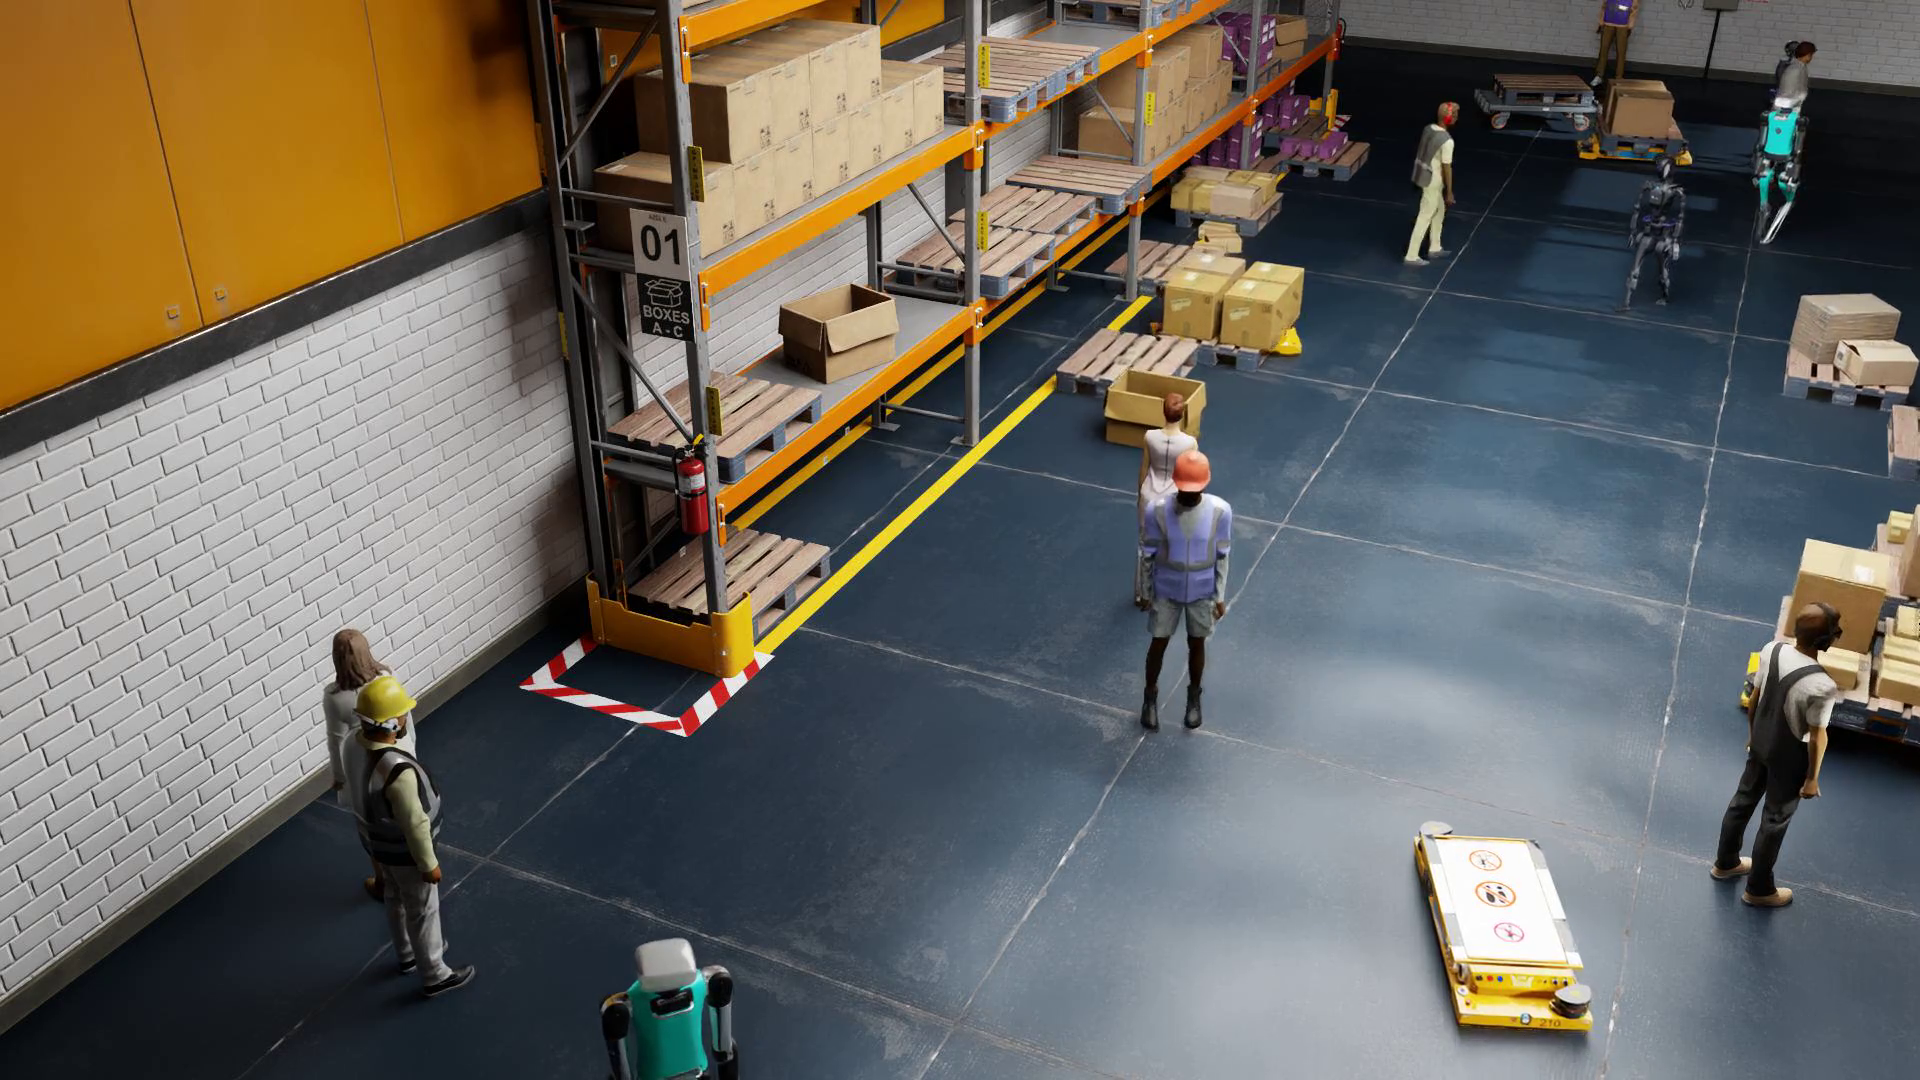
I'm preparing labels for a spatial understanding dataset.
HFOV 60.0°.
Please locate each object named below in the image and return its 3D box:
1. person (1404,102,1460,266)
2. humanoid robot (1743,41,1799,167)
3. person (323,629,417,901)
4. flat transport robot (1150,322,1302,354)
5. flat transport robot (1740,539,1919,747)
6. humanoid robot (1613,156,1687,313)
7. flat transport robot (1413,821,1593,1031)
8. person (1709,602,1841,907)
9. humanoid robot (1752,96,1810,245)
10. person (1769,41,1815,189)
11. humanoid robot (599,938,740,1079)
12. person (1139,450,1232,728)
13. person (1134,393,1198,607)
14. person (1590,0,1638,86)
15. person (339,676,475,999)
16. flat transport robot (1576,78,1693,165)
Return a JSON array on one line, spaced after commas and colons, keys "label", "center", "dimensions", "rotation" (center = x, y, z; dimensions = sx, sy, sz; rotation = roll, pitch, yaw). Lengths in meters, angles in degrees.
[{"label": "person", "center": [5.325, -3.922, 18.365], "dimensions": [0.757, 1.816, 0.609], "rotation": [-5, 29, -9]}, {"label": "humanoid robot", "center": [10.786, -5.706, 21.837], "dimensions": [0.629, 1.636, 0.599], "rotation": [6, 29, 11]}, {"label": "person", "center": [-3.174, 1.206, 9.024], "dimensions": [0.485, 1.659, 0.342], "rotation": [-24, 37, -37]}, {"label": "flat transport robot", "center": [2.634, -2.055, 16.539], "dimensions": [1.431, 0.231, 0.659], "rotation": [1, 28, 1]}, {"label": "flat transport robot", "center": [5.882, 1.042, 10.796], "dimensions": [1.431, 0.231, 0.659], "rotation": [14, 31, 24]}, {"label": "humanoid robot", "center": [7.200, -3.138, 17.136], "dimensions": [0.776, 1.652, 0.609], "rotation": [-20, 34, -32]}, {"label": "flat transport robot", "center": [2.889, 2.043, 8.939], "dimensions": [0.659, 0.231, 1.431], "rotation": [2, 28, 4]}, {"label": "person", "center": [4.418, 1.150, 8.937], "dimensions": [0.346, 1.846, 0.507], "rotation": [-9, 30, -16]}, {"label": "humanoid robot", "center": [9.361, -4.135, 18.976], "dimensions": [0.725, 1.902, 0.547], "rotation": [-23, 36, -36]}, {"label": "person", "center": [10.501, -5.403, 21.146], "dimensions": [0.394, 1.807, 0.623], "rotation": [20, 34, 33]}, {"label": "humanoid robot", "center": [-1.049, 2.513, 6.643], "dimensions": [0.544, 1.910, 0.734], "rotation": [-13, 31, -23]}, {"label": "person", "center": [1.395, 0.310, 10.402], "dimensions": [0.554, 1.931, 0.378], "rotation": [1, 28, 1]}, {"label": "person", "center": [1.458, -0.259, 11.752], "dimensions": [0.430, 1.650, 0.282], "rotation": [8, 29, 14]}, {"label": "person", "center": [10.227, -8.041, 25.894], "dimensions": [0.546, 1.924, 0.418], "rotation": [21, 35, 34]}, {"label": "person", "center": [-2.790, 1.489, 8.340], "dimensions": [0.403, 1.821, 0.594], "rotation": [-25, 37, -38]}, {"label": "flat transport robot", "center": [9.141, -5.297, 22.550], "dimensions": [1.431, 0.231, 0.659], "rotation": [7, 29, 13]}]
